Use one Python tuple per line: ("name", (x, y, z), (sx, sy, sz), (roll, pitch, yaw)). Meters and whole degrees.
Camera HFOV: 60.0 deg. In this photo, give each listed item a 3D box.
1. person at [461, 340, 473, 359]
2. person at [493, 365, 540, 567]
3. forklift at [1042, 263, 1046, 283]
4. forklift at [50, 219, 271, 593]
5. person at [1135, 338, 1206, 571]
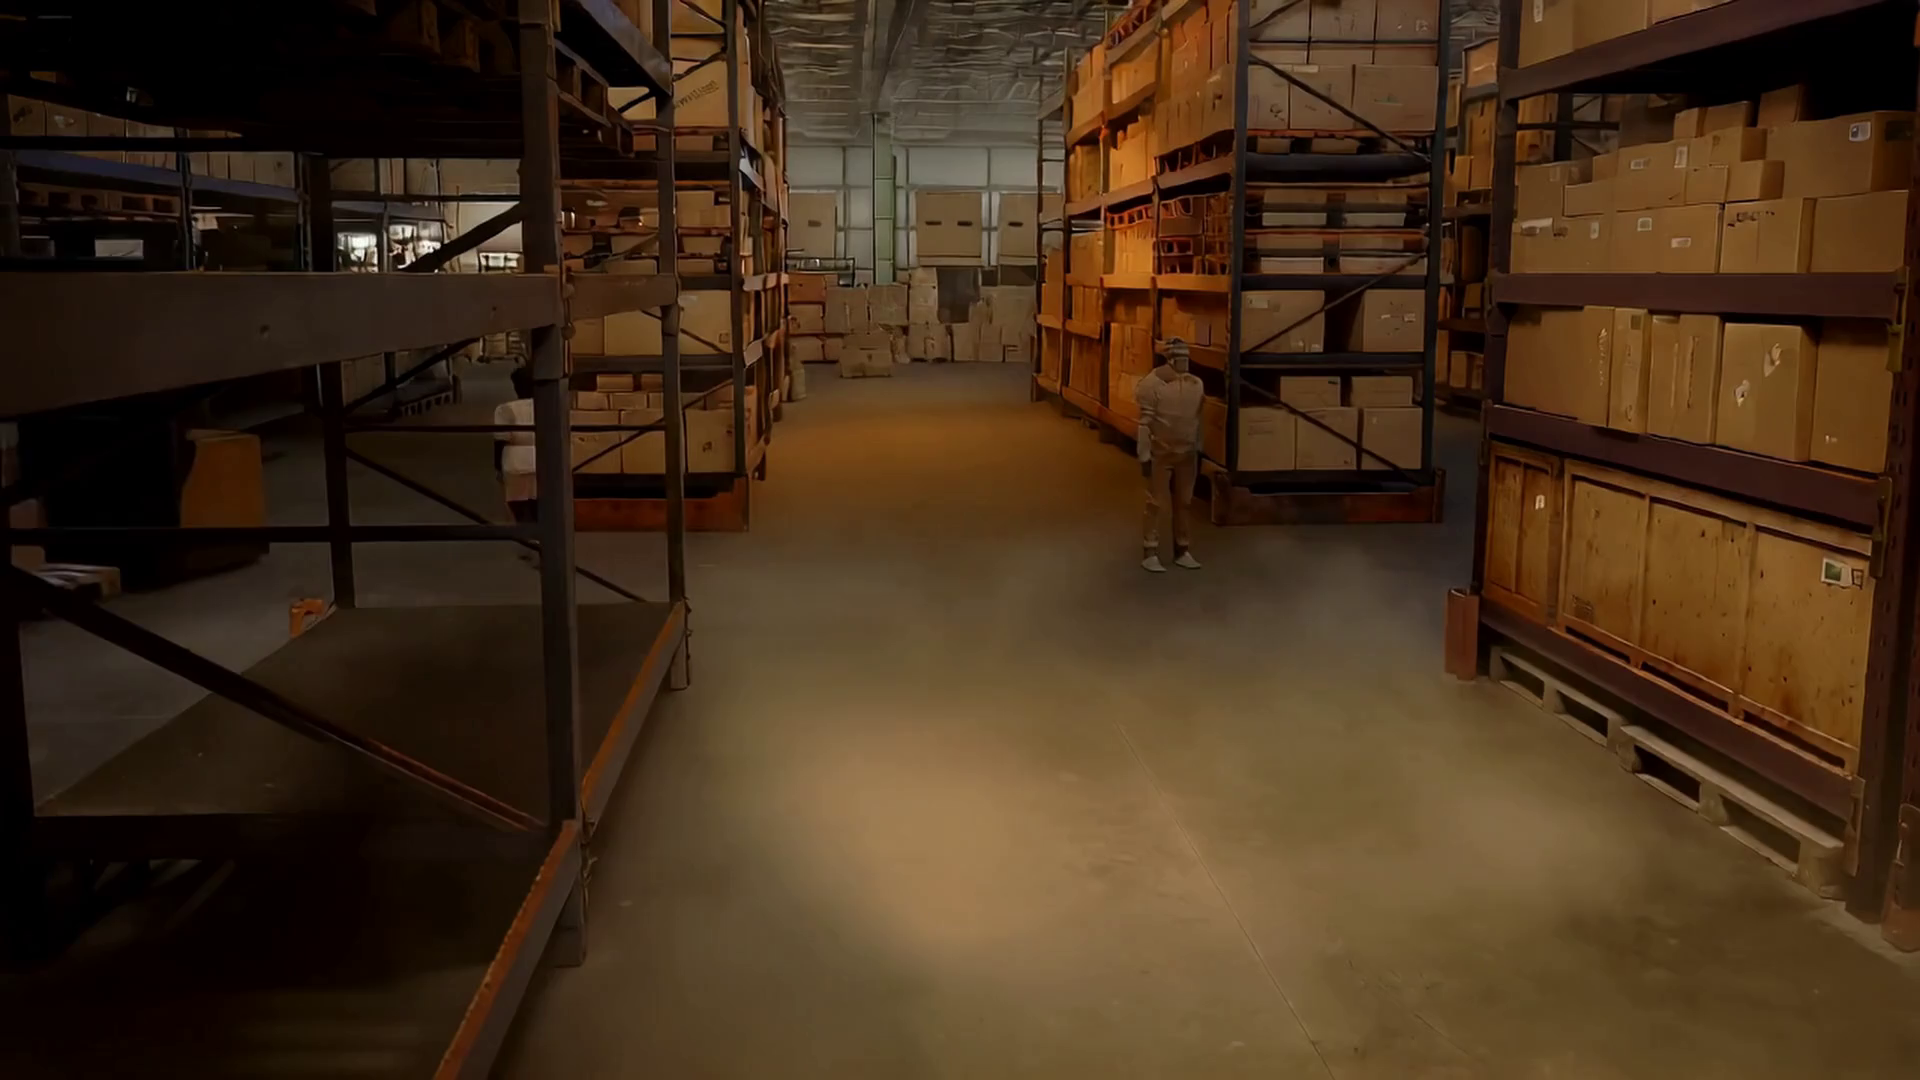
("person", (-14.260, -6.153, 47.894), (0.355, 1.882, 0.576), (8, 12, 42))
("person", (-3.552, -0.605, 13.703), (0.536, 1.670, 0.719), (-7, 11, -36))
("forklift", (3.351, -8.646, 60.421), (1.873, 2.768, 1.129), (6, 11, 35))
("forklift", (-6.545, -1.110, 13.101), (1.129, 2.768, 1.873), (3, 9, 16))
("person", (1.744, -0.699, 13.608), (0.642, 1.900, 0.400), (-4, 10, -26))
